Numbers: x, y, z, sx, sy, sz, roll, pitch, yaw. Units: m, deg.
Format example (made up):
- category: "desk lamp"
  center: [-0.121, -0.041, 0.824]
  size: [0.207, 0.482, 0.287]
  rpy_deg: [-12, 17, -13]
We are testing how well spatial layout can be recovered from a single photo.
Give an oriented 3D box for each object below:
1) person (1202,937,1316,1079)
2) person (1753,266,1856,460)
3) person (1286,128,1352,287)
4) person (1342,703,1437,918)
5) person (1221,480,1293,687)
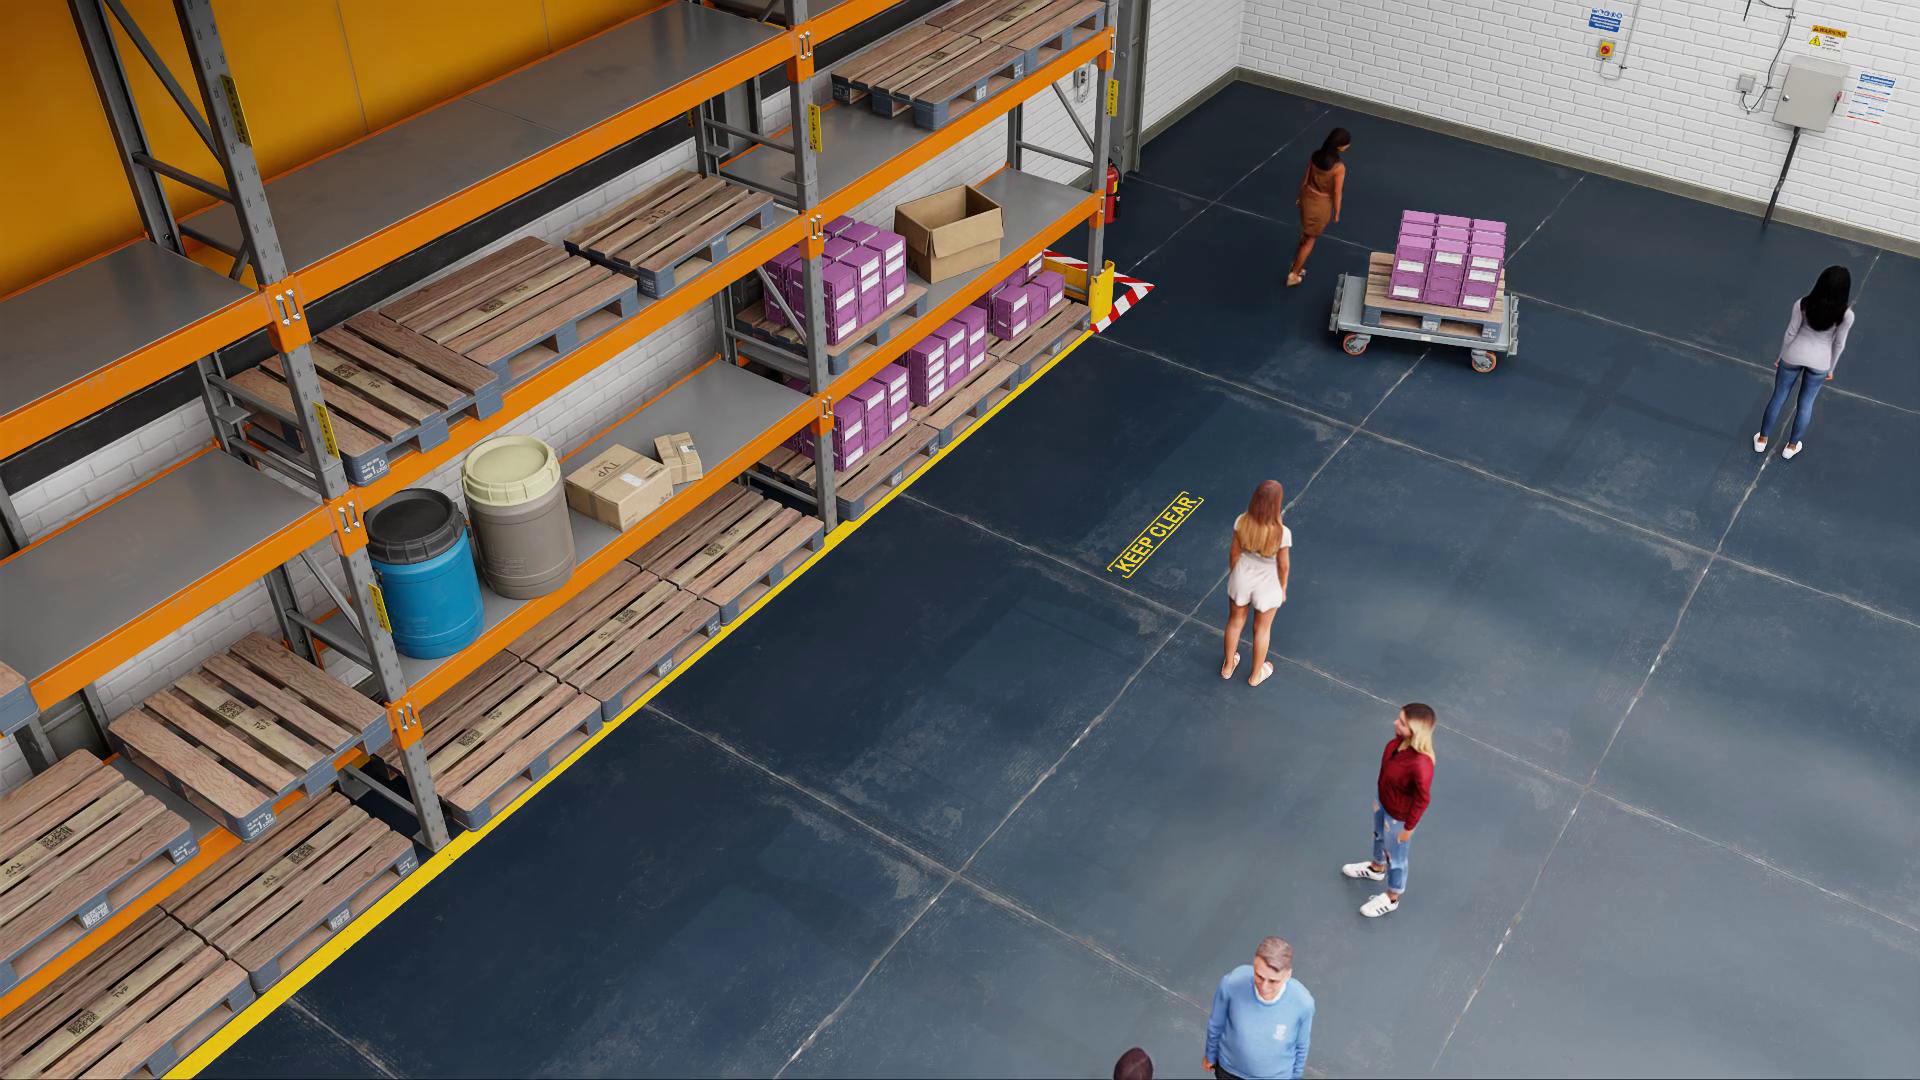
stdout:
- category: "person"
  center: [1.490, 2.605, 8.370]
  size: [0.724, 1.818, 0.675]
  rpy_deg: [11, 40, 13]
- category: "person"
  center: [6.867, -1.442, 13.504]
  size: [0.623, 1.736, 0.554]
  rpy_deg: [19, 42, 22]
- category: "person"
  center: [3.305, -3.064, 15.600]
  size: [0.691, 1.655, 0.701]
  rpy_deg: [-31, 48, -33]
- category: "person"
  center: [2.584, 1.564, 9.821]
  size: [0.735, 1.634, 0.657]
  rpy_deg: [-3, 39, -4]
- category: "person"
  center: [2.017, 0.296, 11.359]
  size: [0.585, 1.697, 0.573]
  rpy_deg: [19, 42, 22]
